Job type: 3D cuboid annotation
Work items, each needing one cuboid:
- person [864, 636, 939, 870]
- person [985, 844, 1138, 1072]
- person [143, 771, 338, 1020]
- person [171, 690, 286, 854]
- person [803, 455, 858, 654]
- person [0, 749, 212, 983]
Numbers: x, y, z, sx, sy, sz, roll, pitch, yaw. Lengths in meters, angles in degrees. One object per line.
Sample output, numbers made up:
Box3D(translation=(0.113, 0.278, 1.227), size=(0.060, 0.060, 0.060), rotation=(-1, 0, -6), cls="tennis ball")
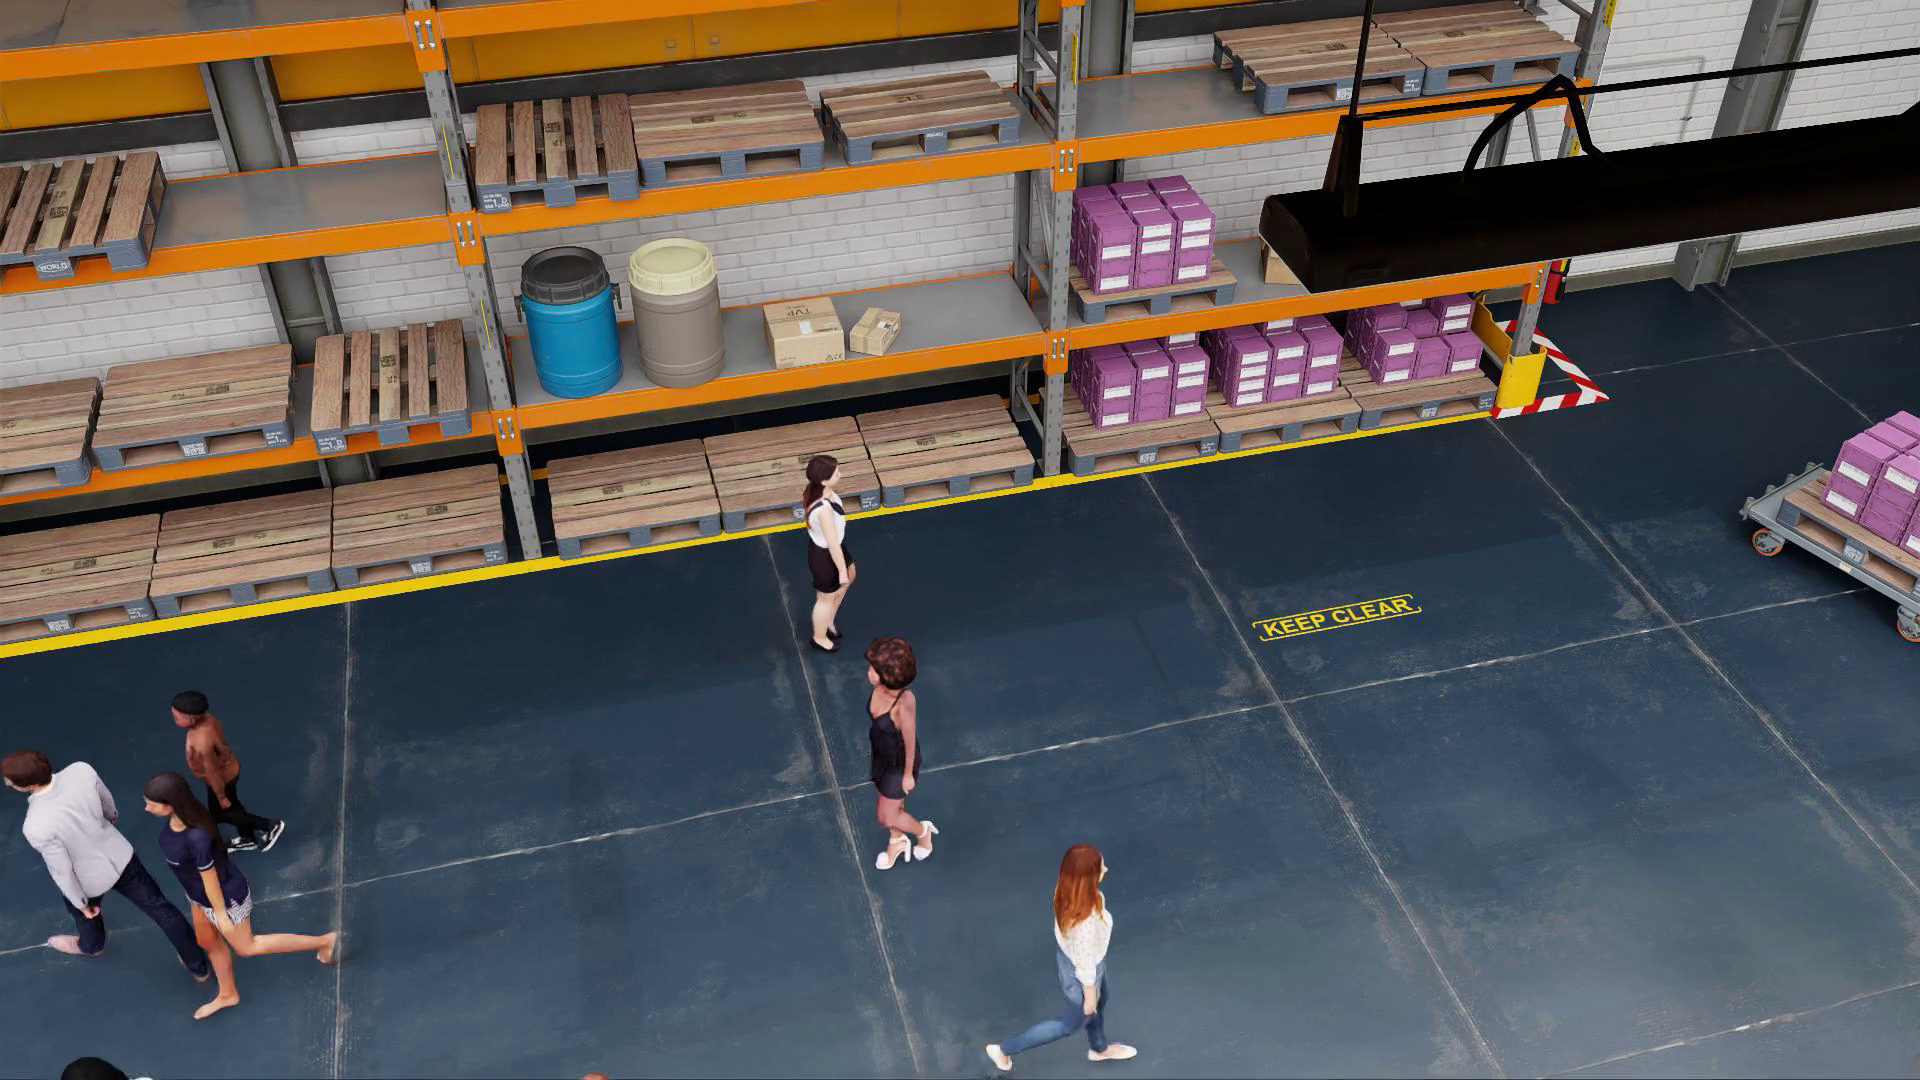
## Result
Box3D(translation=(-0.297, 1.220, 9.451), size=(0.728, 1.782, 0.652), rotation=(-20, 43, -23), cls="person")
Box3D(translation=(0.519, 2.148, 8.350), size=(1.087, 1.705, 0.702), rotation=(-4, 39, -5), cls="person")
Box3D(translation=(-3.805, 1.821, 8.732), size=(1.101, 1.739, 0.804), rotation=(-23, 44, -26), cls="person")
Box3D(translation=(-4.254, 1.360, 9.708), size=(0.633, 1.242, 0.542), rotation=(-13, 40, -16), cls="person")
Box3D(translation=(-0.959, 0.131, 10.931), size=(0.577, 1.637, 0.575), rotation=(-10, 40, -12), cls="person")
Box3D(translation=(-4.469, 1.762, 8.766), size=(1.339, 1.789, 1.207), rotation=(15, 41, 18), cls="person")
